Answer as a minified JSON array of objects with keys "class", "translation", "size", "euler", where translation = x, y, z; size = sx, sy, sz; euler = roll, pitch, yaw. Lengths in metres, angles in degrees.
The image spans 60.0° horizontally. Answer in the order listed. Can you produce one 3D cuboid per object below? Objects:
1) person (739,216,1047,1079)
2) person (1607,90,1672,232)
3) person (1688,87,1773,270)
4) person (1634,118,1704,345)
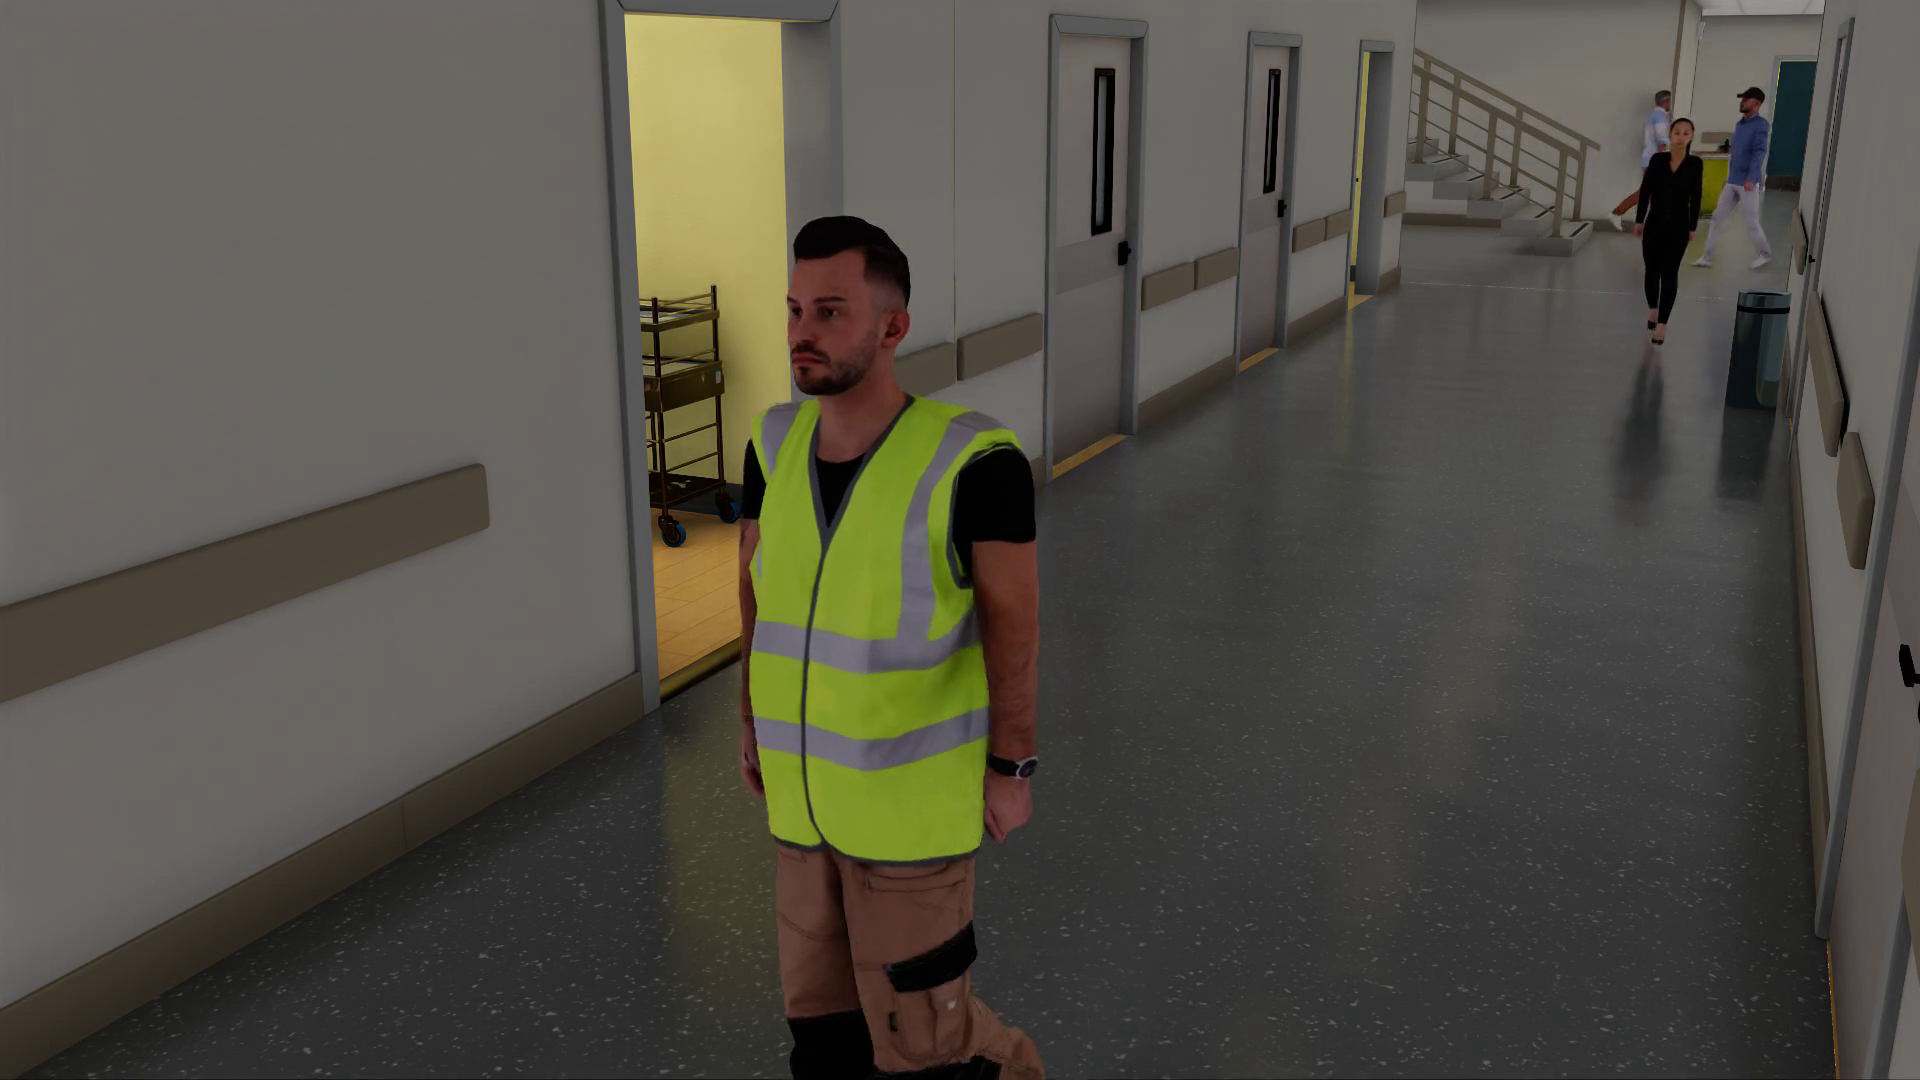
[{"class":"person","translation":[-0.104,0.380,2.796],"size":[0.783,1.836,0.804],"euler":[10,18,31]},{"class":"person","translation":[8.819,-4.824,21.360],"size":[1.217,1.778,0.875],"euler":[5,16,16]},{"class":"person","translation":[8.282,-3.759,17.423],"size":[1.235,1.865,1.103],"euler":[-3,16,-12]},{"class":"person","translation":[5.422,-2.357,12.797],"size":[1.002,1.676,0.682],"euler":[8,18,27]}]
